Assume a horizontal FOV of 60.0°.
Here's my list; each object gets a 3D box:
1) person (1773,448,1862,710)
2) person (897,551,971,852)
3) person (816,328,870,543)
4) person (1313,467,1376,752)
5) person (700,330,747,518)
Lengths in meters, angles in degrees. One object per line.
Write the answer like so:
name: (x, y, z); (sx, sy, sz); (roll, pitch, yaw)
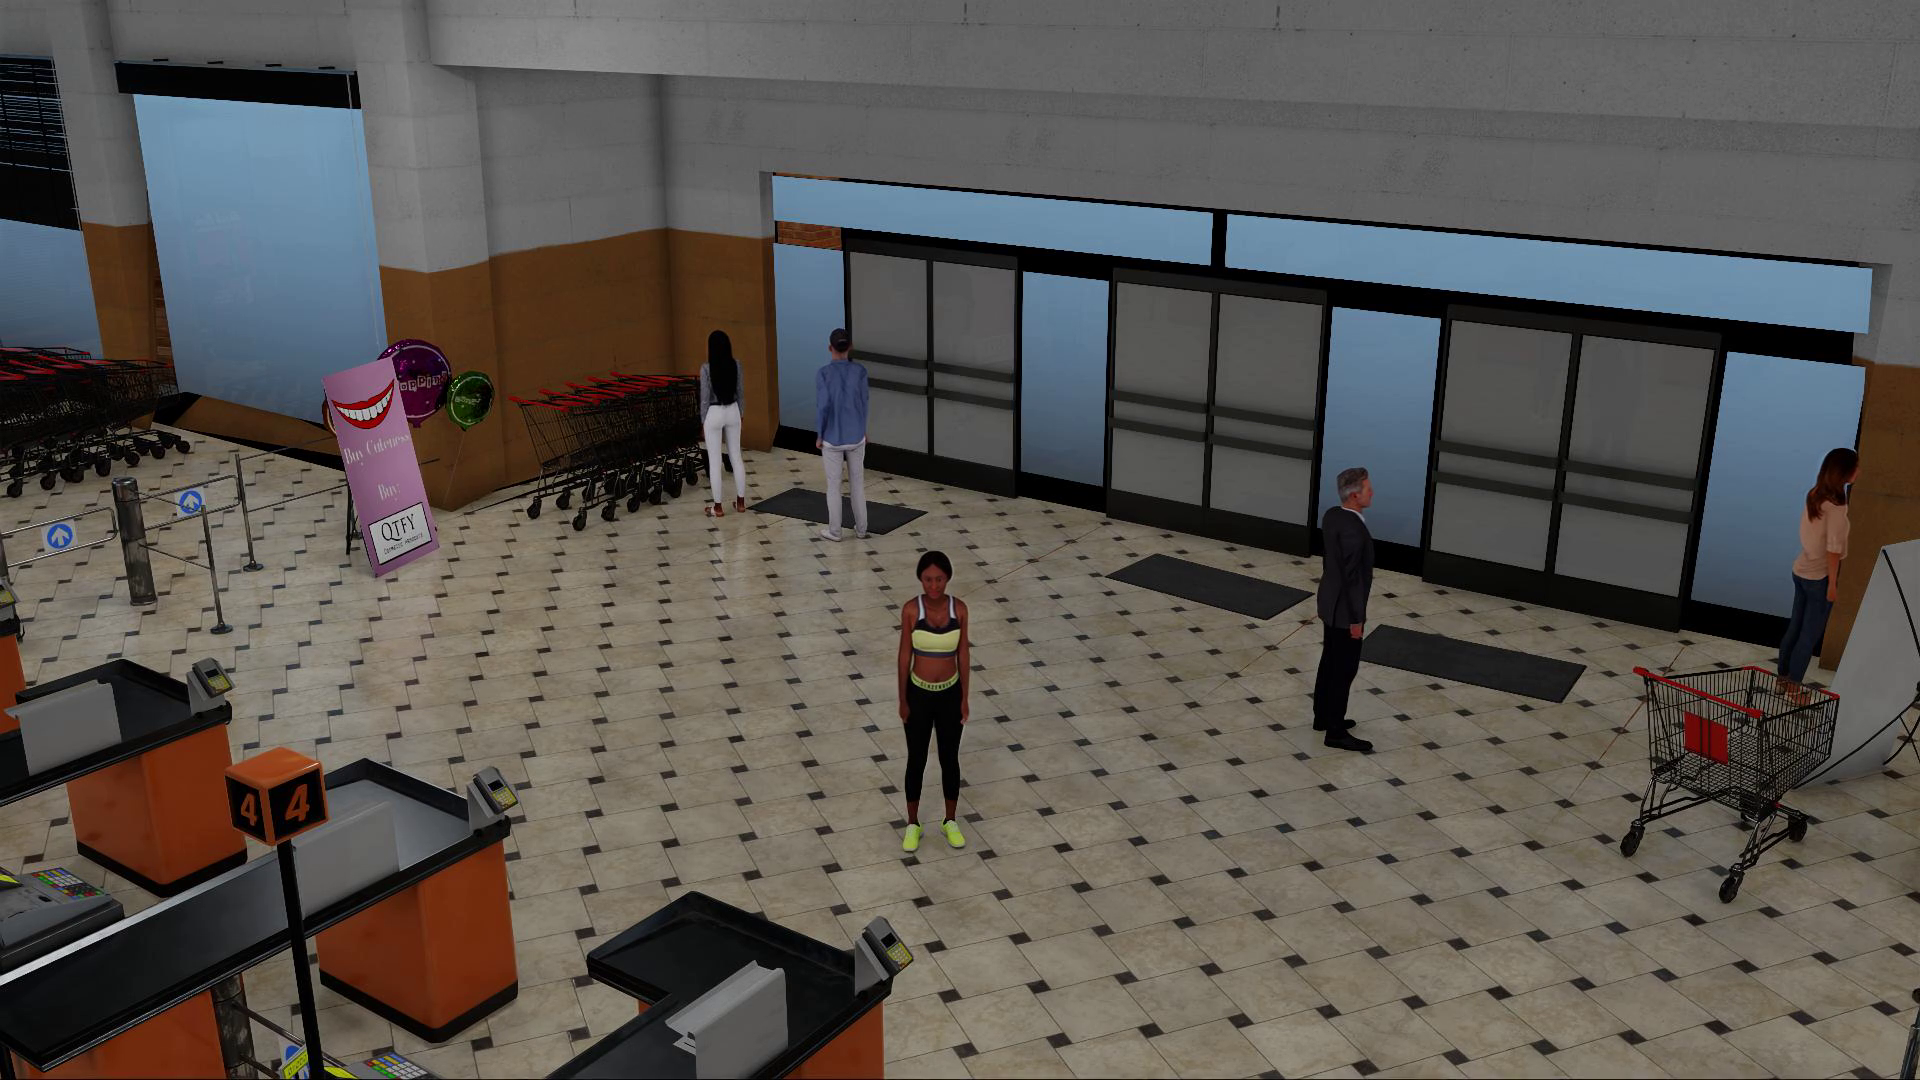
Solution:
person: (5.749, 0.241, 11.179); (0.734, 1.790, 0.620); (2, 19, 5)
person: (-0.149, 0.889, 9.314); (0.639, 1.755, 0.695); (-3, 19, -8)
person: (-1.017, -0.914, 14.453); (0.692, 1.887, 0.803); (-8, 20, -22)
person: (2.452, 0.412, 10.591); (0.864, 1.842, 0.775); (-1, 19, -4)
person: (-2.167, -1.076, 15.186); (0.586, 1.725, 0.721); (-12, 22, -31)
